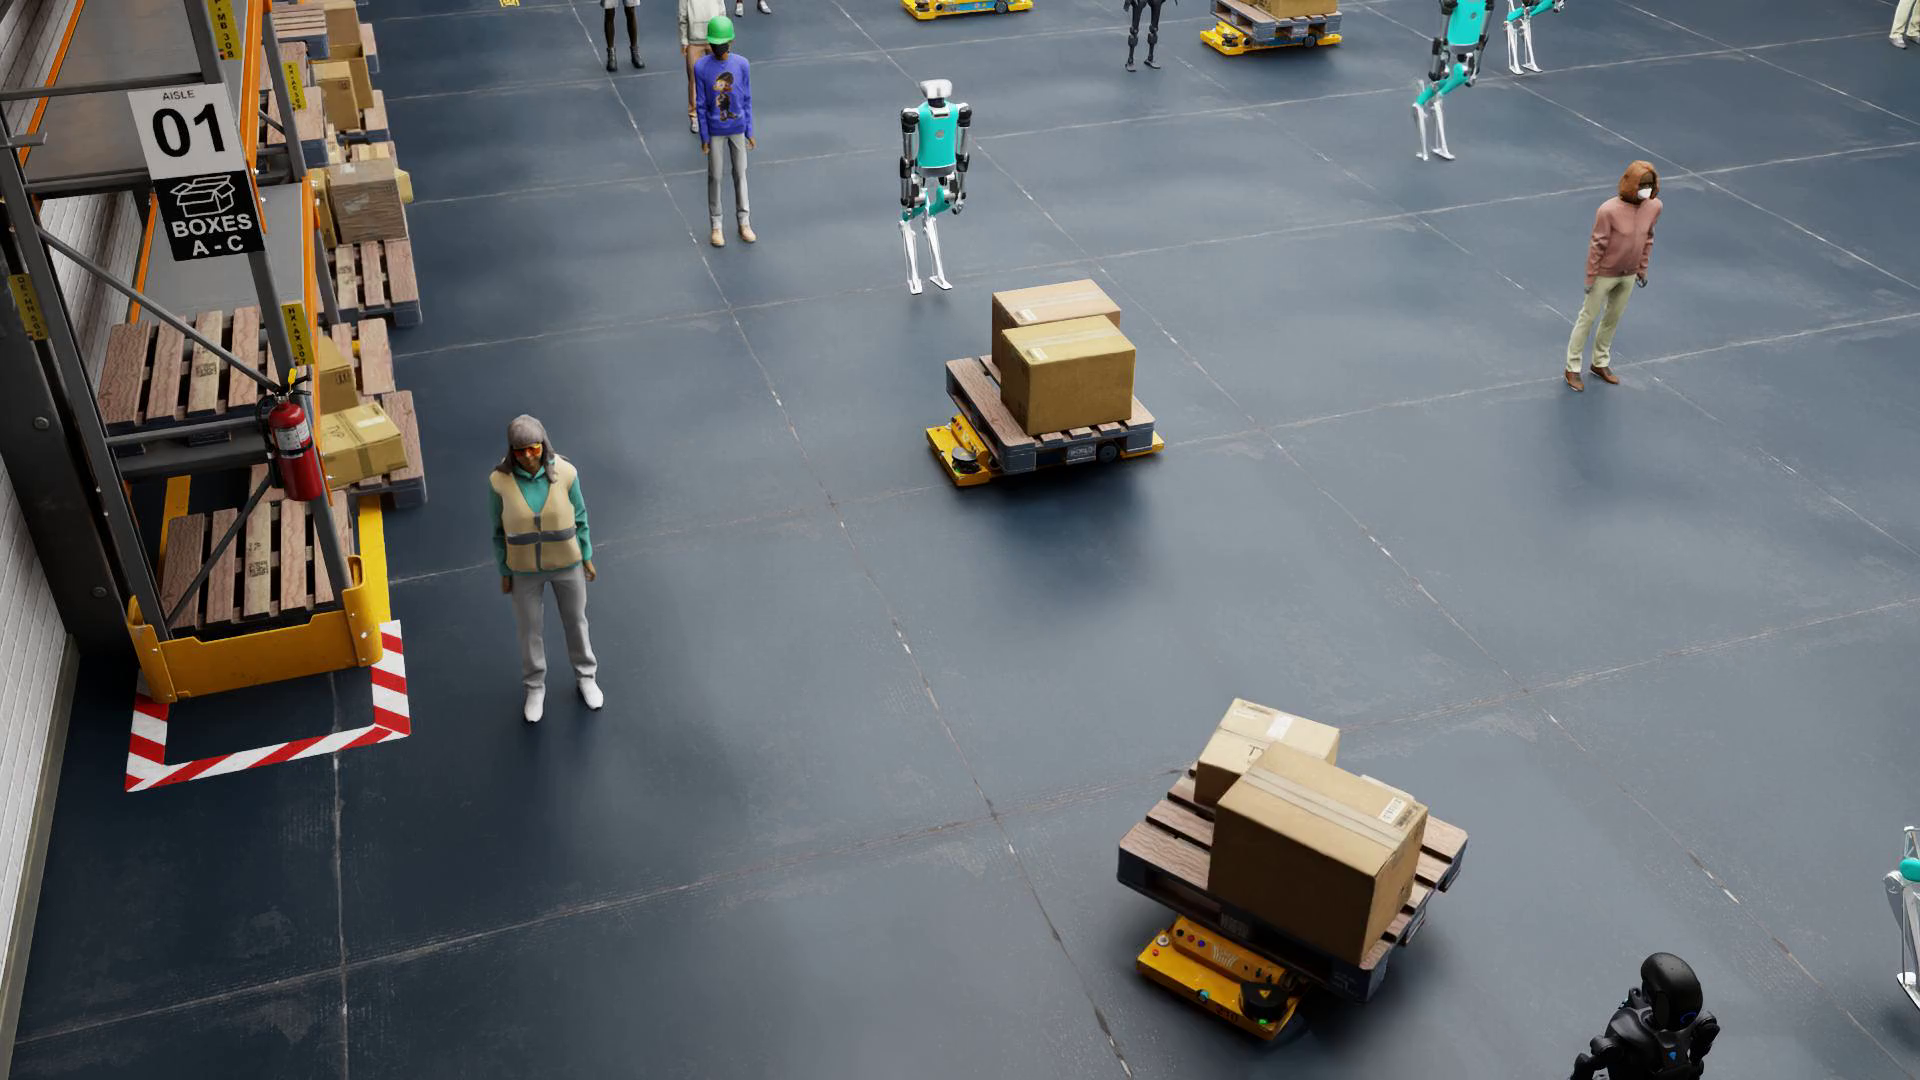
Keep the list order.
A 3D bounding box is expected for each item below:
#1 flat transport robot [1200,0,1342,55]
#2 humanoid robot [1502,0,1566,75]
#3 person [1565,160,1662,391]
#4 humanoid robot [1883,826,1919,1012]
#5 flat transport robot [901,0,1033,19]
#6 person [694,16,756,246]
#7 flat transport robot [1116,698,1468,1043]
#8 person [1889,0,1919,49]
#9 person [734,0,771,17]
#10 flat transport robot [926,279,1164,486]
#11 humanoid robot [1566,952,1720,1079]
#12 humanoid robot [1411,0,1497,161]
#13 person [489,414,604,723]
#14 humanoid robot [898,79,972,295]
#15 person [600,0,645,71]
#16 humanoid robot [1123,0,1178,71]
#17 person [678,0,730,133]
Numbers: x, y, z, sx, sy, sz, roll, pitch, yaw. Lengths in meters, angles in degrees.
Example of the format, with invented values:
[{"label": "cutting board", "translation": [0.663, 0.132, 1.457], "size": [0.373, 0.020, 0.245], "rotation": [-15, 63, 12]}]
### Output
[{"label": "flat transport robot", "translation": [3.463, -5.636, 18.502], "size": [1.431, 0.231, 0.659], "rotation": [-11, 35, -16]}, {"label": "humanoid robot", "translation": [5.915, -5.670, 17.092], "size": [0.533, 1.674, 0.735], "rotation": [-11, 35, -16]}, {"label": "person", "translation": [4.492, -1.812, 11.385], "size": [0.498, 1.633, 0.285], "rotation": [-9, 34, -14]}, {"label": "humanoid robot", "translation": [4.103, 1.155, 6.620], "size": [0.533, 1.677, 0.735], "rotation": [-11, 35, -16]}, {"label": "flat transport robot", "translation": [0.082, -6.384, 19.650], "size": [1.431, 0.231, 0.659], "rotation": [-11, 35, -16]}, {"label": "person", "translation": [-1.889, -3.310, 13.474], "size": [0.459, 1.870, 0.359], "rotation": [-9, 34, -14]}, {"label": "flat transport robot", "translation": [1.445, 1.586, 7.426], "size": [0.659, 0.231, 1.431], "rotation": [23, 39, 30]}, {"label": "person", "translation": [10.589, -6.314, 18.105], "size": [0.563, 1.839, 0.395], "rotation": [-9, 34, -14]}, {"label": "person", "translation": [-2.442, -7.049, 19.144], "size": [0.553, 1.937, 0.432], "rotation": [-9, 34, -14]}, {"label": "flat transport robot", "translation": [0.555, -0.695, 10.925], "size": [1.431, 0.231, 0.659], "rotation": [-11, 35, -16]}, {"label": "humanoid robot", "translation": [2.179, 1.980, 5.520], "size": [0.599, 1.657, 0.315], "rotation": [-11, 35, -16]}, {"label": "humanoid robot", "translation": [4.395, -4.329, 15.116], "size": [0.534, 1.760, 0.686], "rotation": [-11, 35, -16]}, {"label": "person", "translation": [-2.074, 0.128, 8.342], "size": [0.467, 1.709, 0.371], "rotation": [-9, 34, -14]}, {"label": "humanoid robot", "translation": [-0.254, -2.711, 12.550], "size": [0.533, 1.677, 0.735], "rotation": [-11, 35, -16]}, {"label": "person", "translation": [-3.576, -5.904, 17.387], "size": [0.543, 1.939, 0.369], "rotation": [-9, 34, -14]}, {"label": "humanoid robot", "translation": [1.992, -5.771, 17.407], "size": [0.599, 1.657, 0.315], "rotation": [-11, 35, -16]}, {"label": "person", "translation": [-2.427, -4.725, 15.819], "size": [0.465, 1.672, 0.378], "rotation": [-9, 34, -14]}]
